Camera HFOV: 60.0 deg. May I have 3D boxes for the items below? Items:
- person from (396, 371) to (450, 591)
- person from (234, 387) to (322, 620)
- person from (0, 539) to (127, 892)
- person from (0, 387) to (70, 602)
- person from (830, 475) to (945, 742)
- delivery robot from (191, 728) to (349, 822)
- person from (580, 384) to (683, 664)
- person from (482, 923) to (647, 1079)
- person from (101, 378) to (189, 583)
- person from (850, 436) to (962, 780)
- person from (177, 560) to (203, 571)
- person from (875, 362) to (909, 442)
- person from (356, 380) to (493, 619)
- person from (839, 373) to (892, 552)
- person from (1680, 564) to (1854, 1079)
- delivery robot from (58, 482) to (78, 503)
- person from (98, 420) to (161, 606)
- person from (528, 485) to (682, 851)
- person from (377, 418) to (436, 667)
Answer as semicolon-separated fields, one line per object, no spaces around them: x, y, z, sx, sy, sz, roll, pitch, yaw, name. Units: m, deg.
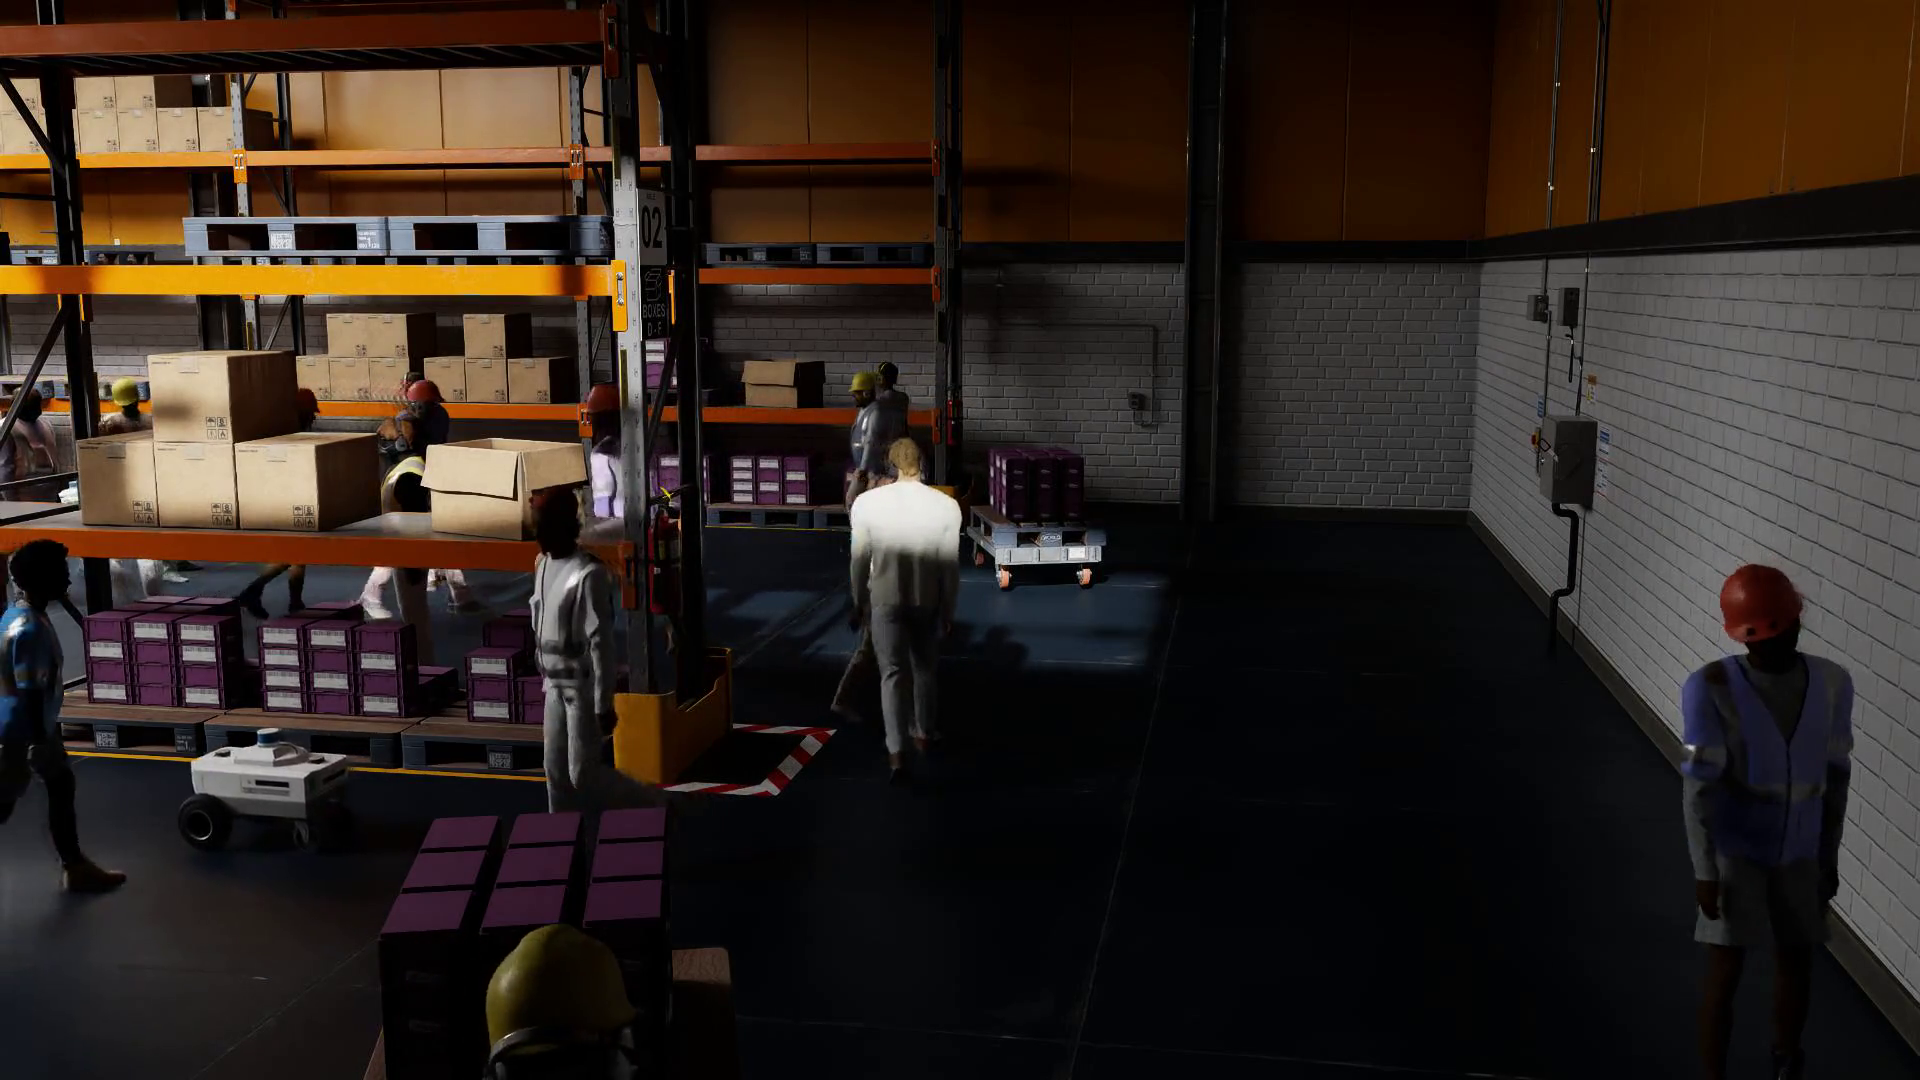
-4.718;-0.516;14.625;0.379;1.933;0.629;3;10;19;person
-5.313;-0.248;13.080;0.650;1.904;0.552;-5;11;-30;person
-4.126;0.824;7.228;0.741;1.642;0.540;-5;10;-28;person
-7.854;-0.384;14.092;0.429;1.839;0.634;1;9;9;person
-0.472;0.394;10.074;0.887;1.596;0.513;5;10;27;person
-3.378;1.166;8.155;0.707;0.478;0.477;2;9;12;delivery robot
-2.331;-0.088;11.708;0.784;2.020;0.625;3;10;20;person
-0.609;1.501;2.541;0.445;1.799;0.626;-6;11;-35;person
-7.410;-0.524;14.863;0.713;1.879;0.616;5;11;31;person
-0.289;0.376;9.290;0.617;1.902;0.972;-1;9;-9;person
-7.361;-0.590;15.604;0.328;1.765;0.527;-8;12;-40;person
-0.737;-0.908;17.243;0.328;1.874;0.517;8;12;42;person
-4.394;-0.319;13.391;1.044;1.949;0.619;0;9;2;person
-0.947;-0.739;16.417;0.677;1.801;0.610;-4;10;-22;person
2.597;1.014;5.309;0.552;1.889;0.582;0;9;-1;person
-9.441;-0.382;17.758;0.477;0.478;0.707;1;9;7;delivery robot
-6.668;-0.149;13.297;0.454;1.619;0.550;1;9;9;person
-1.668;0.658;7.550;0.672;1.866;0.581;-7;12;-37;person
-3.701;0.101;11.111;0.428;1.838;0.627;-3;10;-20;person
